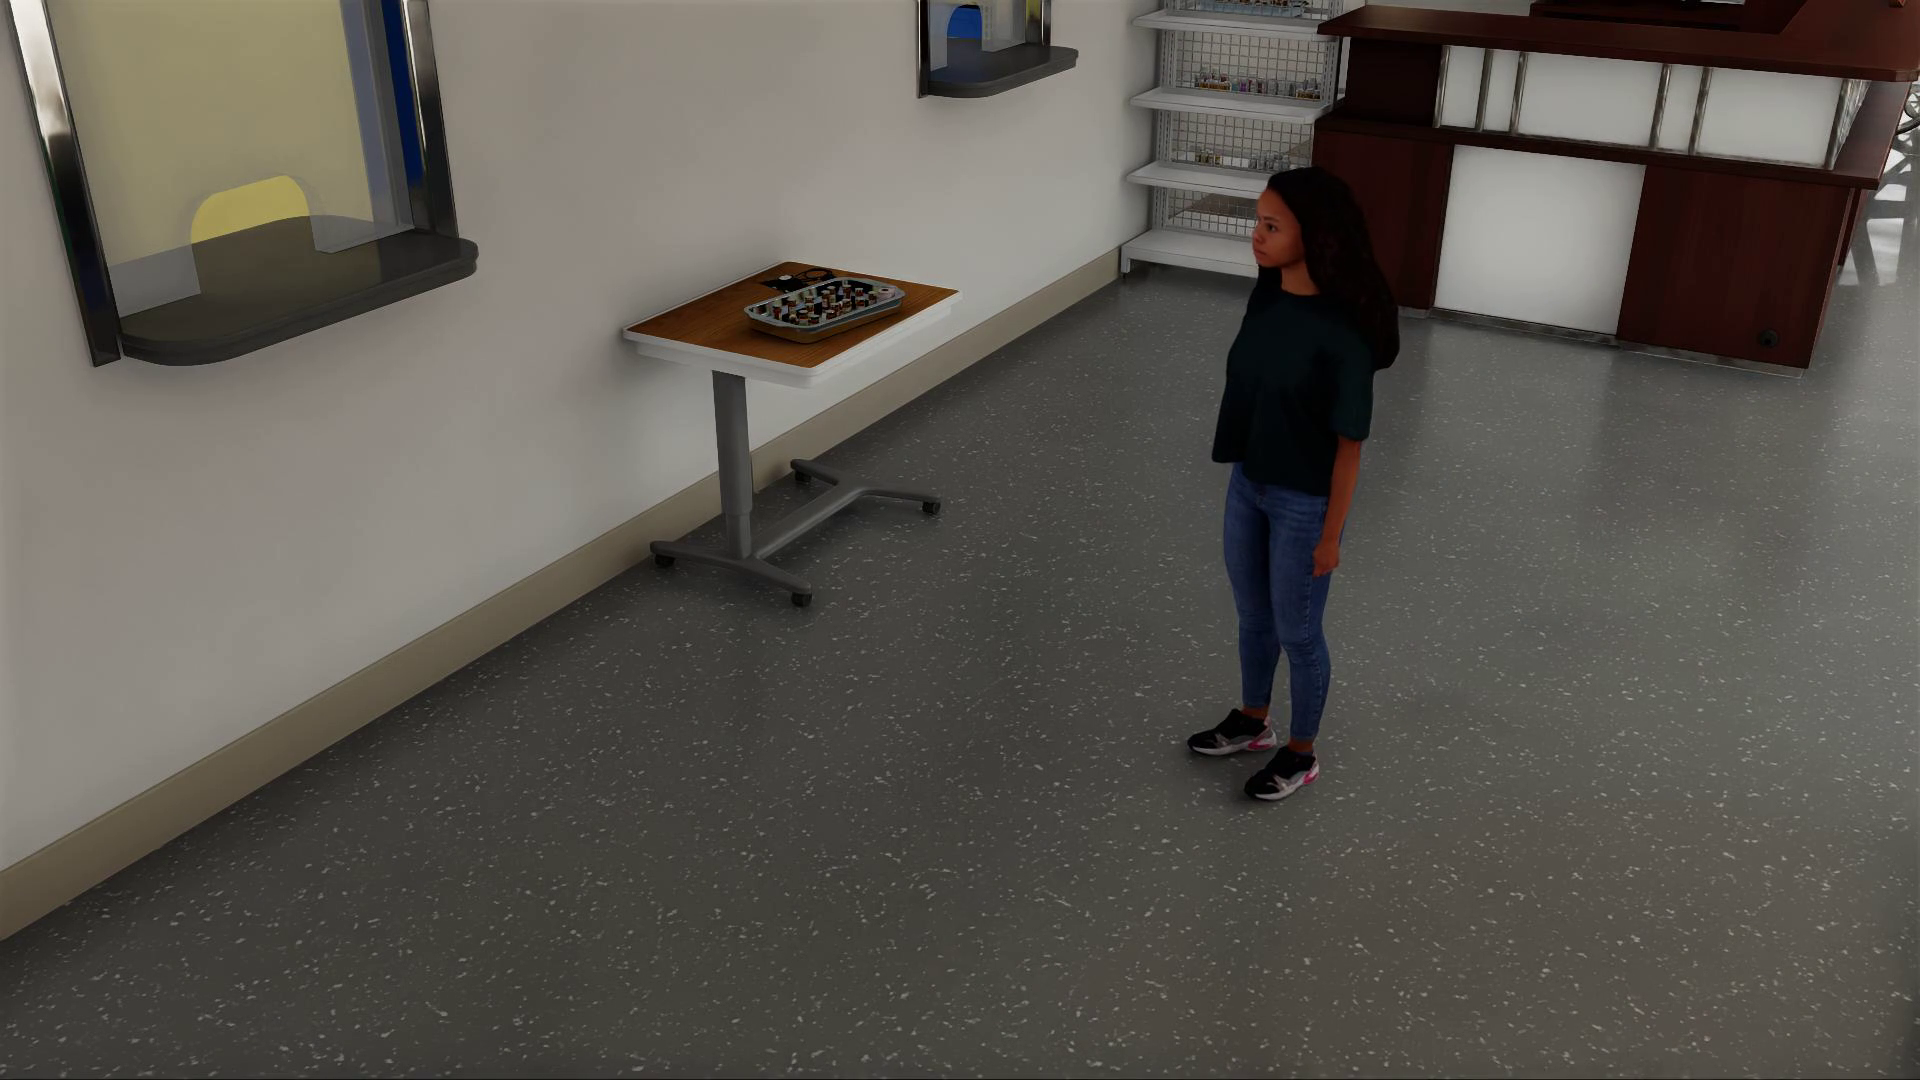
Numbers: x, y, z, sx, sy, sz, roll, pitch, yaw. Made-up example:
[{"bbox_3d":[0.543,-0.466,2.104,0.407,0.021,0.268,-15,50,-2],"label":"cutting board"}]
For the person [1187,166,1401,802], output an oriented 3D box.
[{"bbox_3d":[0.811,-0.094,4.105,0.766,1.571,0.684,-13,29,-25],"label":"person"}]
